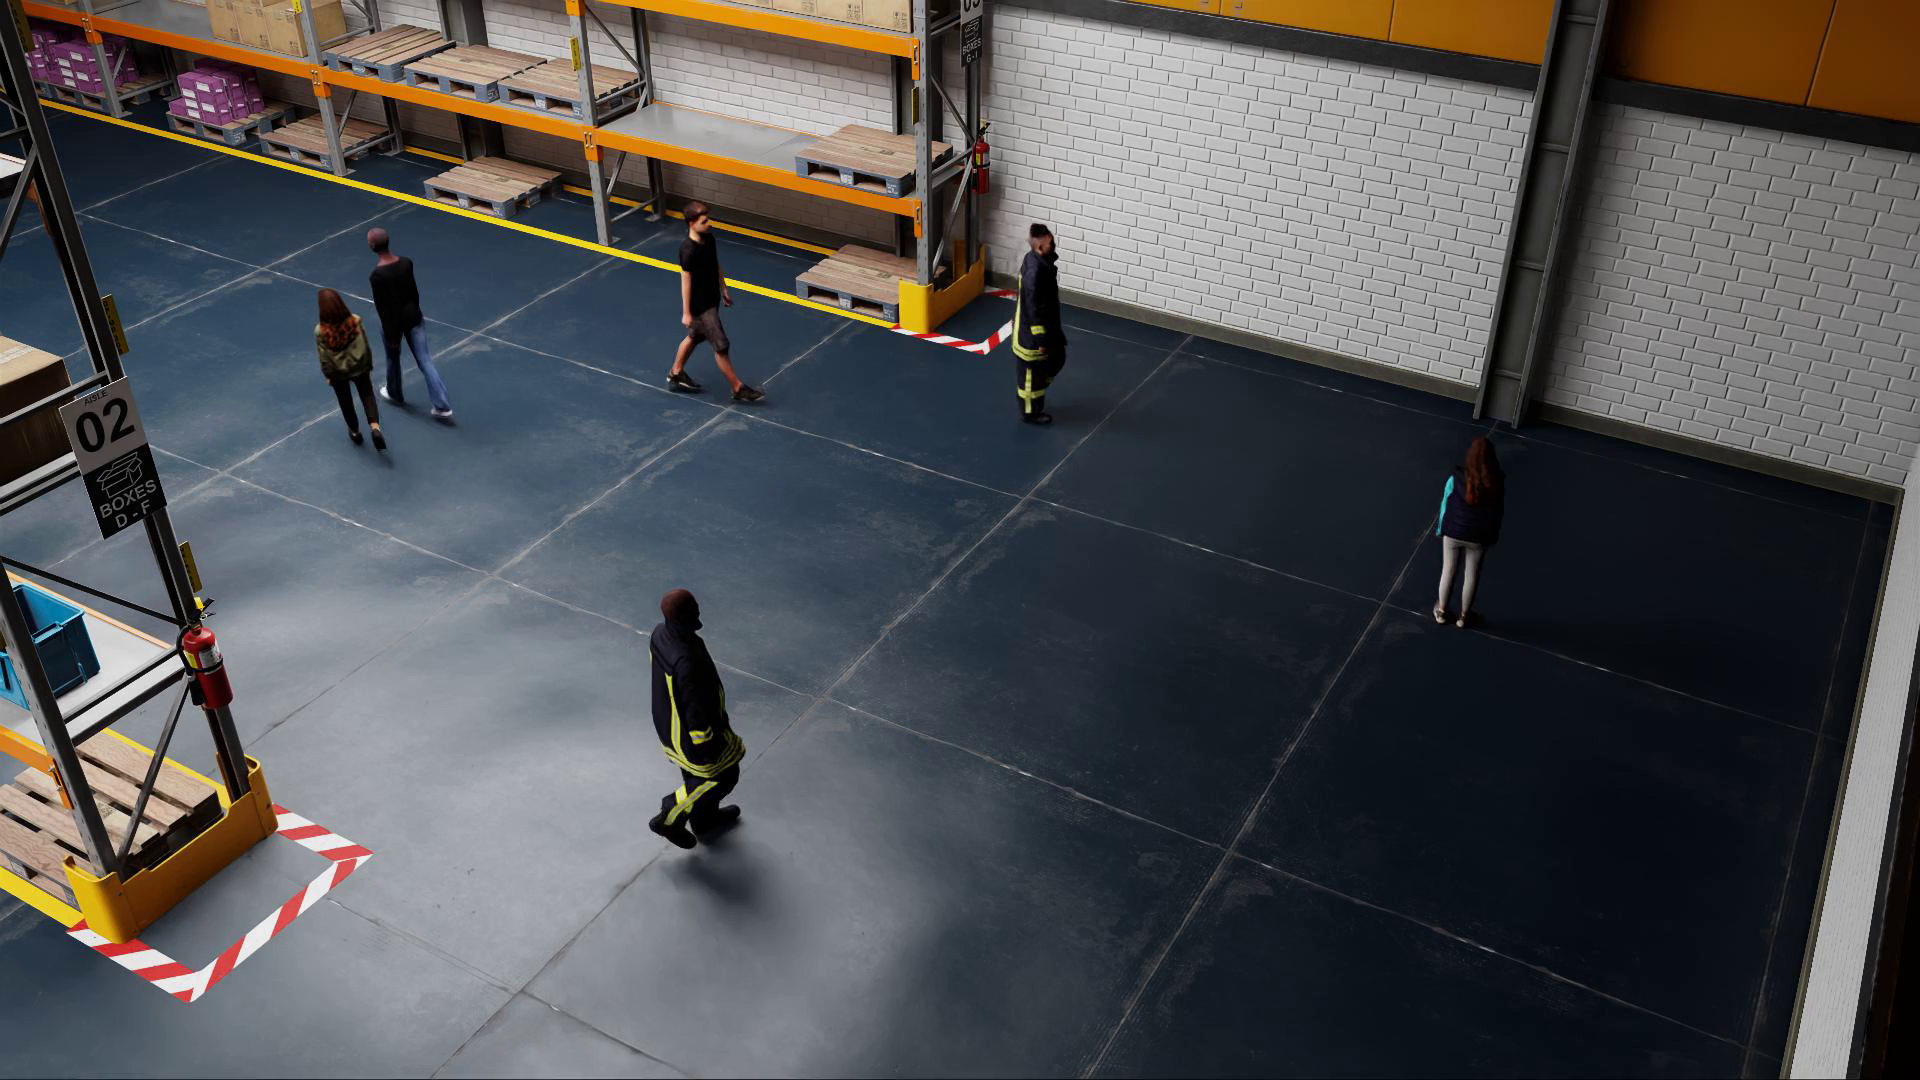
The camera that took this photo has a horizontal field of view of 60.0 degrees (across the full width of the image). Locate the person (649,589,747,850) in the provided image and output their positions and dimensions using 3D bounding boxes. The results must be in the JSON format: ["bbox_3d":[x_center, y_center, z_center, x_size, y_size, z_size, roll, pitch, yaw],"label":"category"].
[{"bbox_3d":[-1.641,1.080,9.793,1.022,1.815,0.977,-16,37,-22],"label":"person"}]

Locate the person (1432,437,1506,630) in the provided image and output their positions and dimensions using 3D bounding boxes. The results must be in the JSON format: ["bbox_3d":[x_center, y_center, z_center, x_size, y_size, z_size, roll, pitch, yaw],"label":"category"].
[{"bbox_3d":[3.604,-0.052,11.779,0.563,1.502,0.681,13,36,19],"label":"person"}]

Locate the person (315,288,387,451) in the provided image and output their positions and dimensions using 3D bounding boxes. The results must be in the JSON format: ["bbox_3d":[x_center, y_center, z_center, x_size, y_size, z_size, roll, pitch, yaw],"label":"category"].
[{"bbox_3d":[-5.062,-1.397,13.834,0.824,1.465,0.959,-19,38,-26],"label":"person"}]

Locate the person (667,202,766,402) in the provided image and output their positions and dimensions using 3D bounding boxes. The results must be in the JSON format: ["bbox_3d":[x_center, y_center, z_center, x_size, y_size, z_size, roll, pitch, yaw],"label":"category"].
[{"bbox_3d":[-2.323,-2.075,14.536,1.269,1.819,0.904,9,35,13],"label":"person"}]

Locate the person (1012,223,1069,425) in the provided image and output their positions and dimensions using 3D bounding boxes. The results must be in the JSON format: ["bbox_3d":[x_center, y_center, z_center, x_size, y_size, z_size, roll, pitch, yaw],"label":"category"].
[{"bbox_3d":[0.583,-1.852,14.168,0.864,1.854,0.885,5,34,7],"label":"person"}]

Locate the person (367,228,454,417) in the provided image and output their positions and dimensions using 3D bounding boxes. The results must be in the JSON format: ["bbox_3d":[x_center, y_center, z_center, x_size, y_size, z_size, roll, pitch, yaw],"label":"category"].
[{"bbox_3d":[-4.713,-1.824,14.259,1.189,1.707,0.751,26,42,34],"label":"person"}]
